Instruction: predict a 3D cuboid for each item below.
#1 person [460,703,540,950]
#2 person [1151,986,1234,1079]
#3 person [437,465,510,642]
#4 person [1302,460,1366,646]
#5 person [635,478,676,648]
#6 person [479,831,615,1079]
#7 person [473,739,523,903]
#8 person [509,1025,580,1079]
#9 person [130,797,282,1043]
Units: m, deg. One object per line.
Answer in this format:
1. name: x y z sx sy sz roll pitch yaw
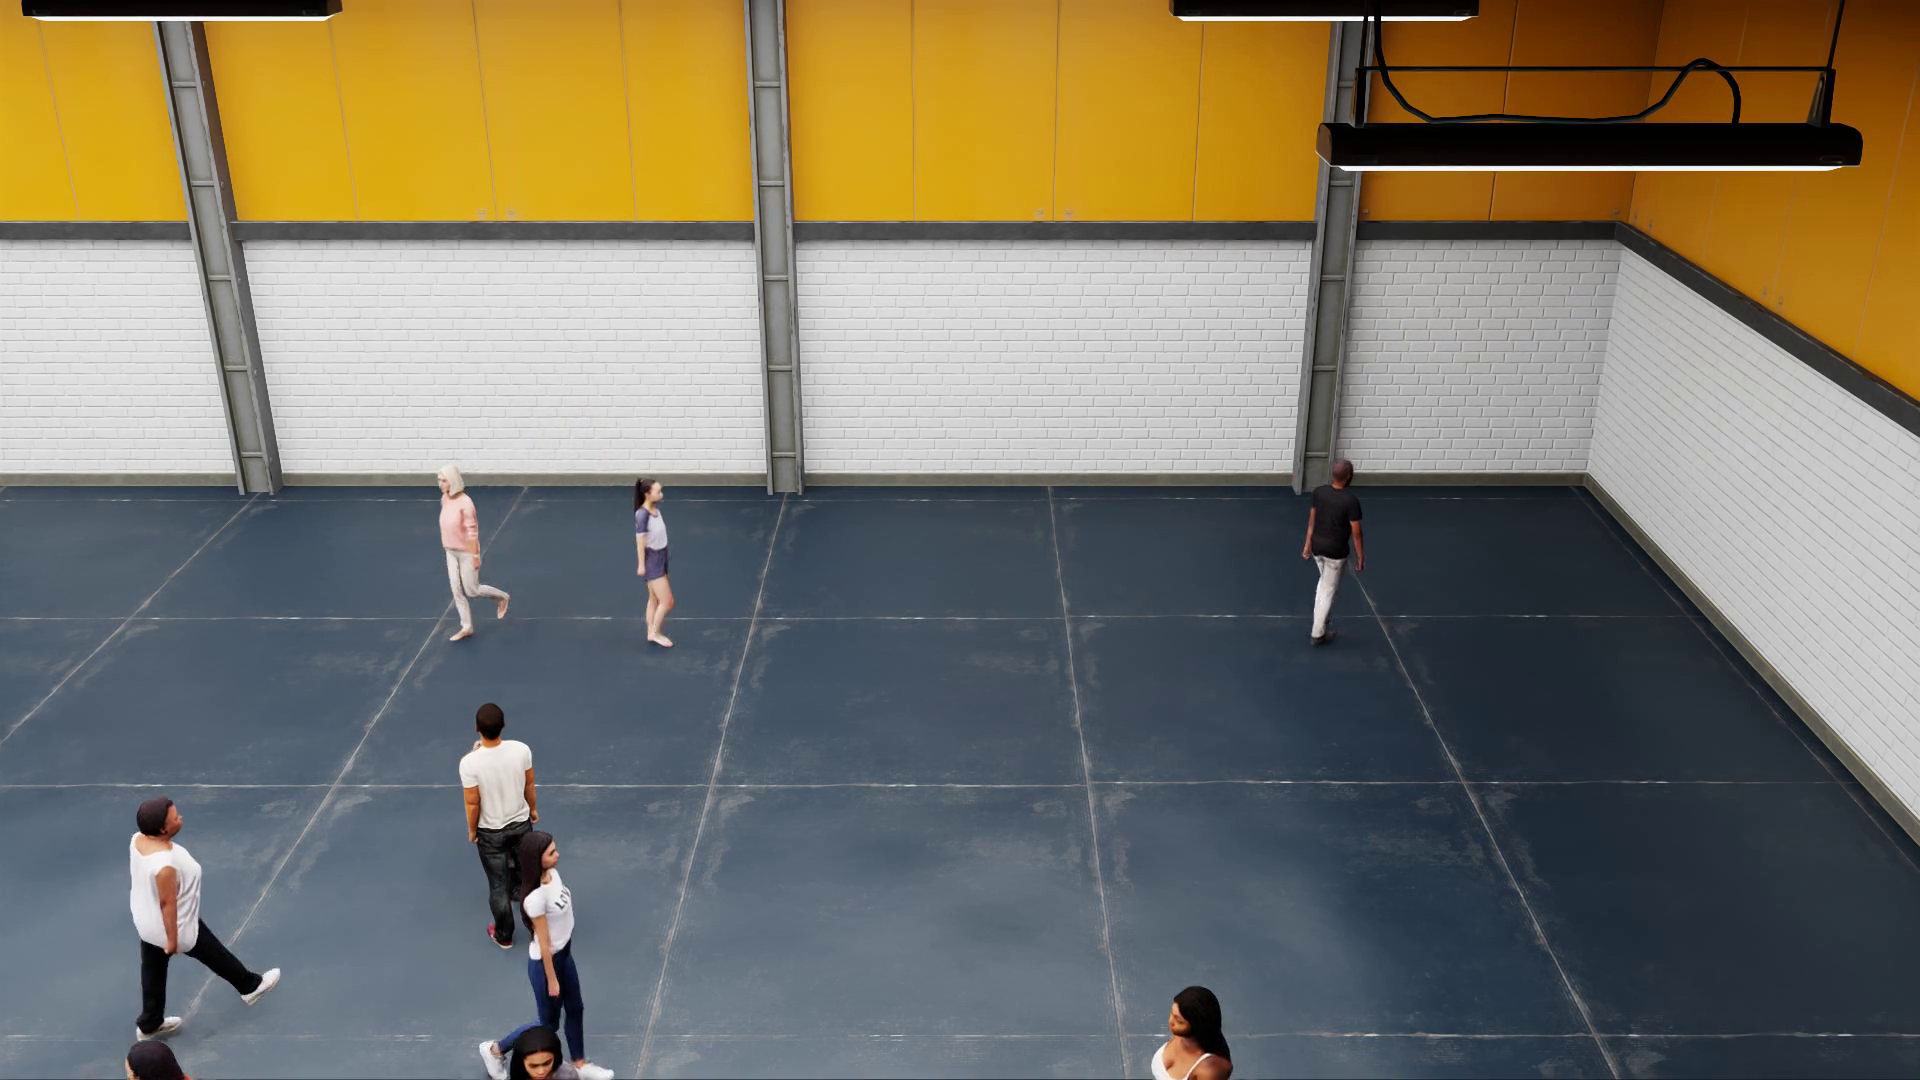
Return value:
1. person: -3.049 1.893 11.108 0.671 1.805 0.772 -16 28 -32
2. person: 1.282 3.016 8.562 0.881 1.787 0.779 -6 24 -13
3. person: -4.523 0.081 15.371 0.928 1.711 0.950 17 29 34
4. person: 3.318 0.141 15.133 0.935 1.791 0.877 -21 31 -39
5. person: -2.872 0.211 15.162 0.618 1.640 0.646 4 24 9
6. person: -2.490 2.508 9.762 0.989 1.756 0.617 1 24 1
7. person: -3.246 1.943 11.653 0.541 1.277 0.519 1 24 3
8. person: -2.051 3.149 8.264 0.645 1.781 0.724 -18 29 -35
9. person: -4.919 2.365 10.235 1.123 1.639 1.156 20 30 38
